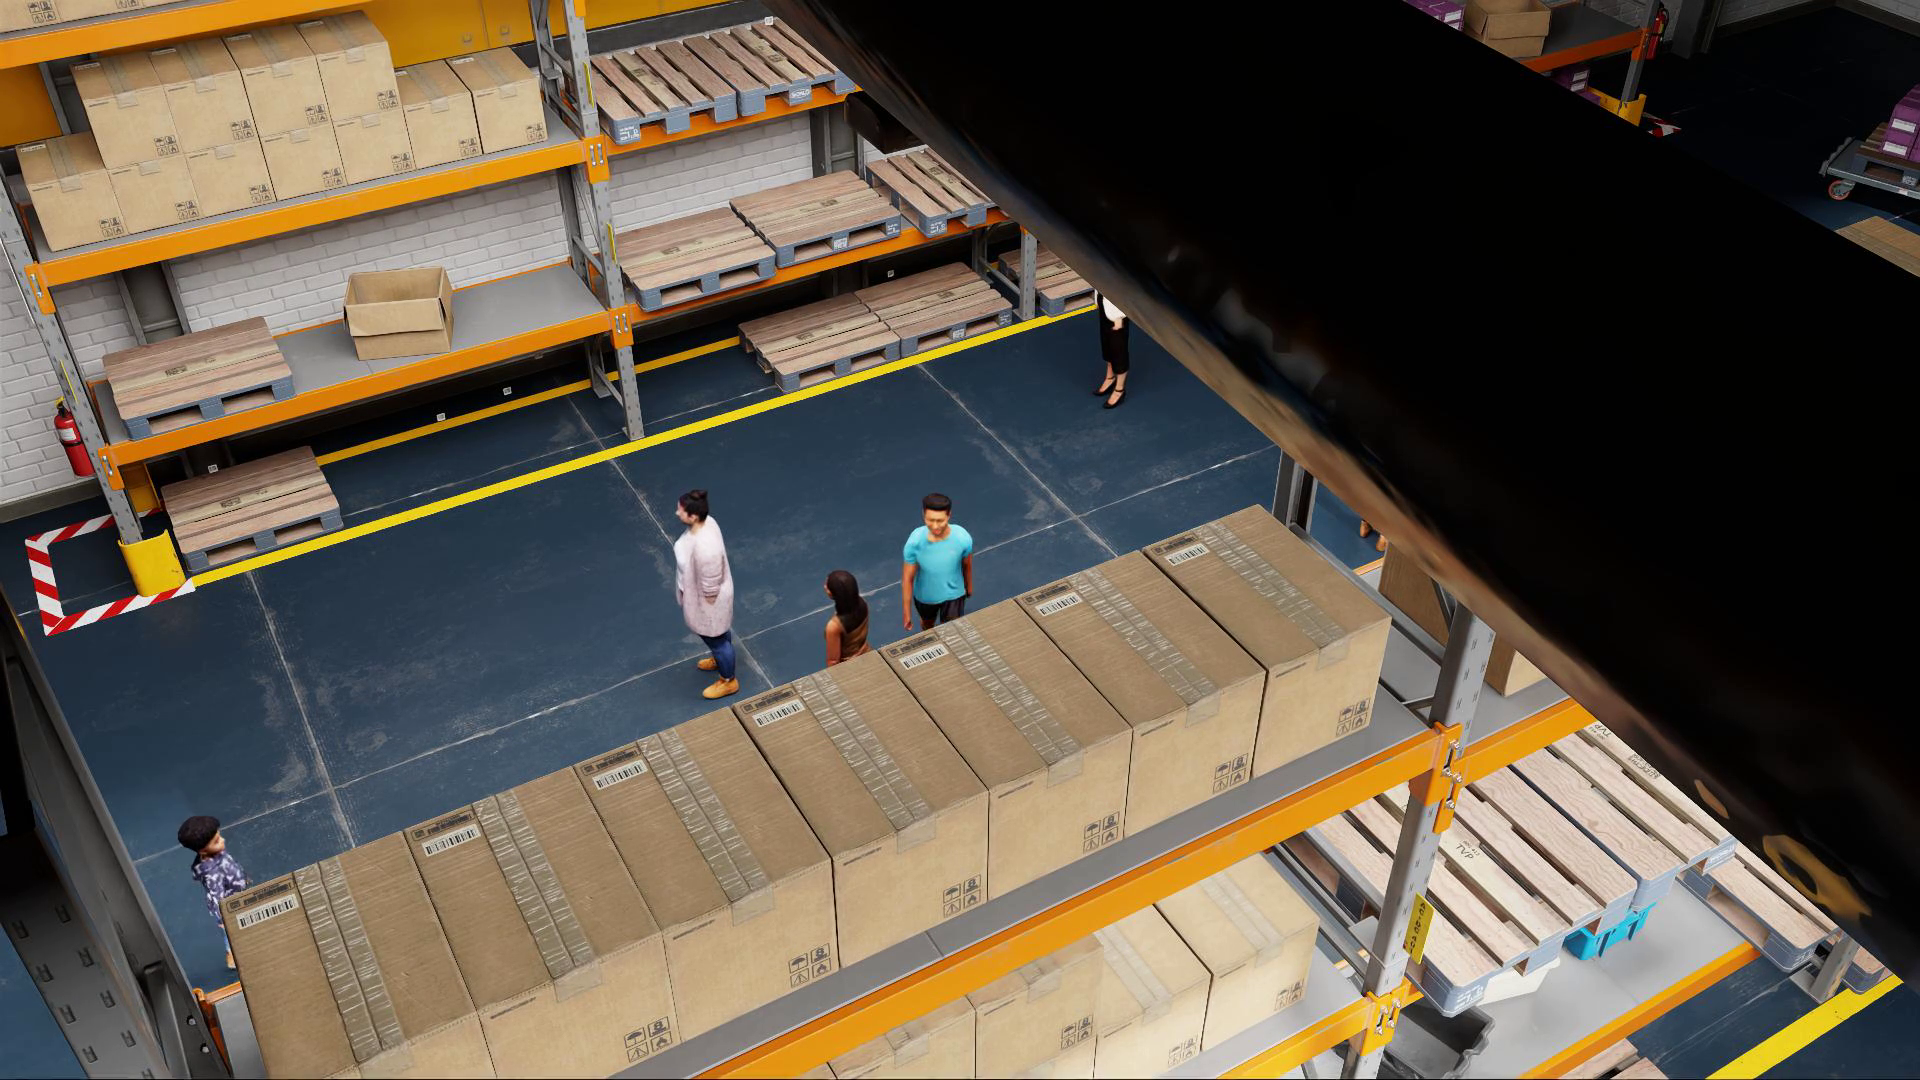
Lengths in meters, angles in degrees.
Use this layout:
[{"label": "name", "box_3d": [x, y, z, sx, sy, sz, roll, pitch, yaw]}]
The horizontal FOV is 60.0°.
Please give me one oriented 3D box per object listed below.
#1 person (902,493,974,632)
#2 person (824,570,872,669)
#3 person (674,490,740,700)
[{"label": "person", "box_3d": [-0.159, 0.332, 11.550, 1.204, 1.719, 1.082, -1, 39, -1]}, {"label": "person", "box_3d": [-0.714, 0.865, 10.910, 0.705, 1.684, 0.609, 18, 42, 22]}, {"label": "person", "box_3d": [-1.741, 0.348, 11.510, 0.731, 1.743, 0.760, -8, 39, -10]}]
